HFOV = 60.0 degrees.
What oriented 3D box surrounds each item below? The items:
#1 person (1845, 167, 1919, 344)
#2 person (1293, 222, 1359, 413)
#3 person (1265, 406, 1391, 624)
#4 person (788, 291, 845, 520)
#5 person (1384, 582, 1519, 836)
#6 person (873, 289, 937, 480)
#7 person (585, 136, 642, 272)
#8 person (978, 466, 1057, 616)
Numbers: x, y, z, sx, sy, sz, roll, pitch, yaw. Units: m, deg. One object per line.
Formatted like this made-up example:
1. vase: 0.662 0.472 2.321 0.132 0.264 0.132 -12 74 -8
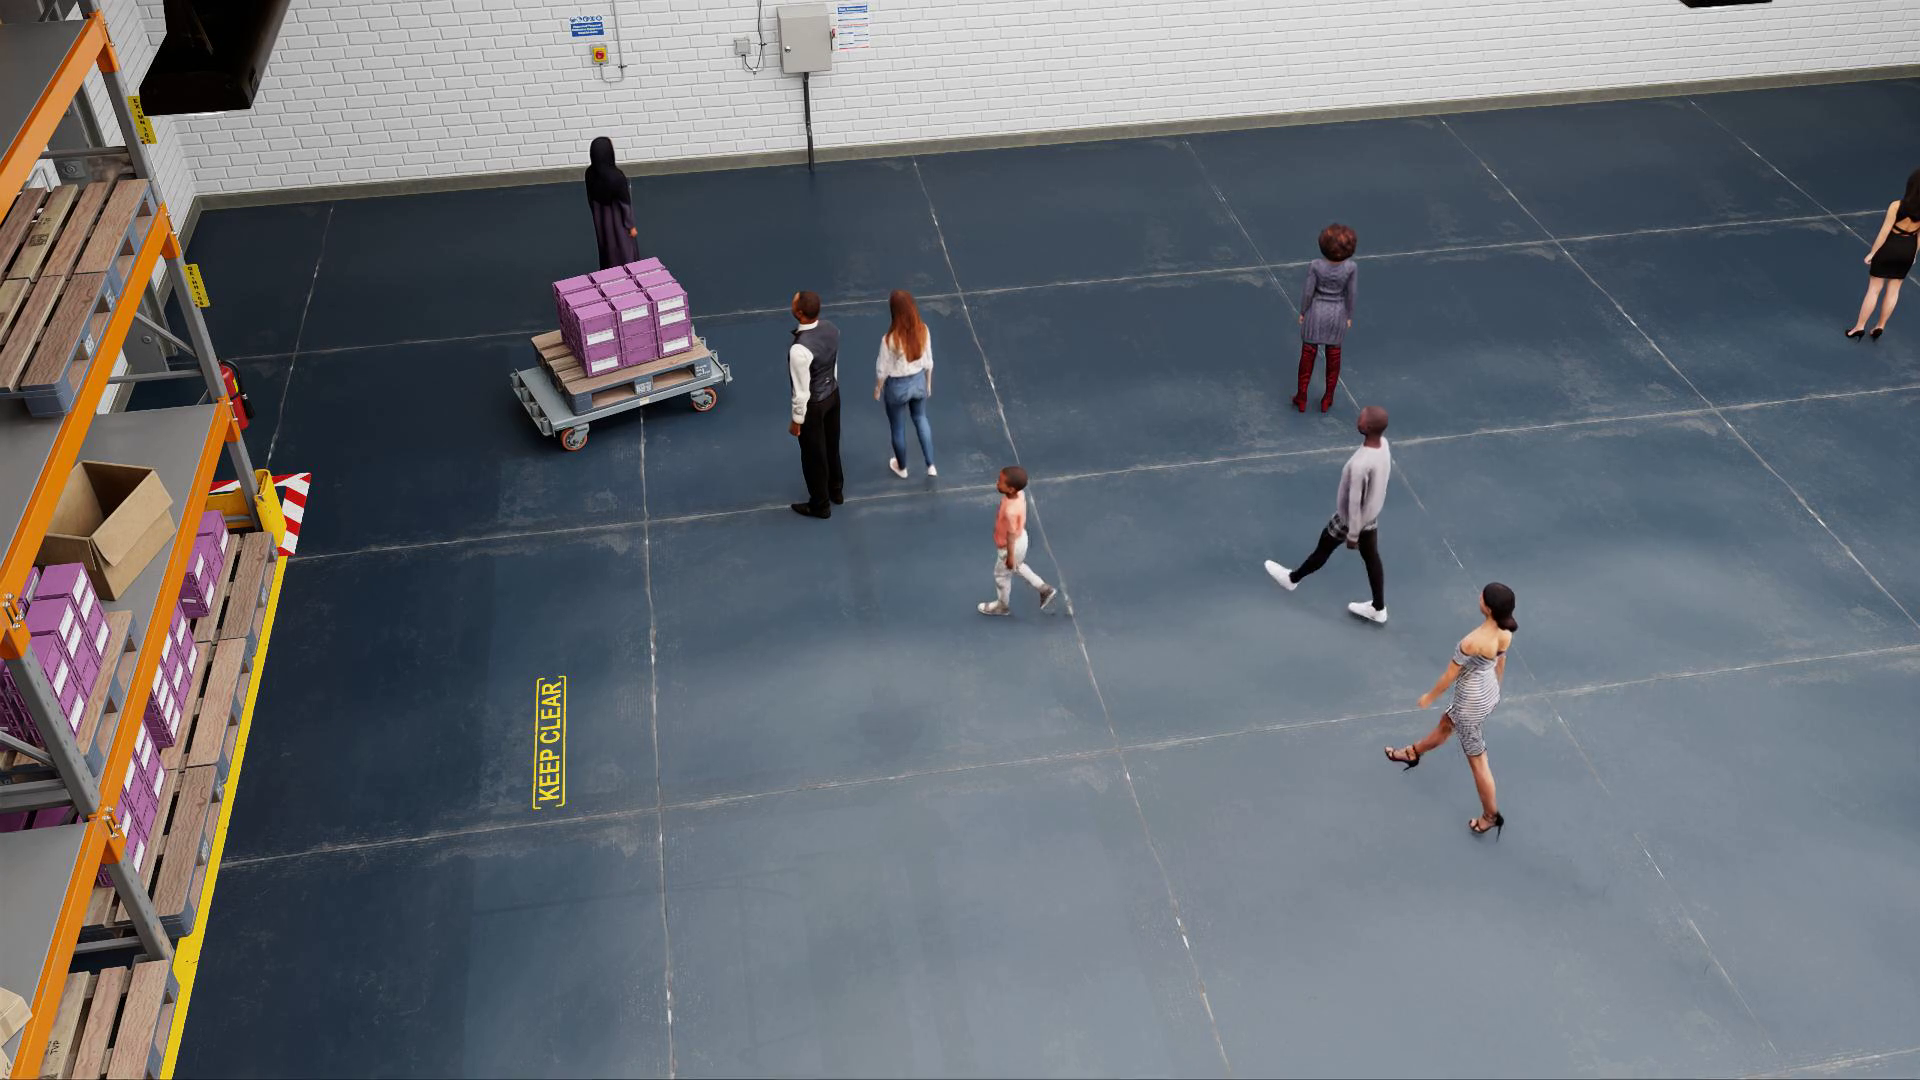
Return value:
1. person: 8.122 -2.460 14.453 0.608 1.644 0.563 3 39 4
2. person: 2.987 -1.806 13.579 0.637 1.712 0.613 4 39 5
3. person: 2.836 -0.133 11.470 1.205 1.729 1.123 24 45 27
4. person: -1.075 -1.016 12.424 0.835 1.919 0.748 19 42 22
5. person: 3.139 1.067 9.936 1.007 1.769 1.188 -31 48 -33
6. person: -0.402 -1.127 12.724 0.735 1.718 0.851 -16 41 -20
7. person: -3.134 -2.889 15.012 0.714 1.615 0.766 20 43 24
8. person: 0.425 0.019 11.626 0.734 1.297 0.783 9 39 11
